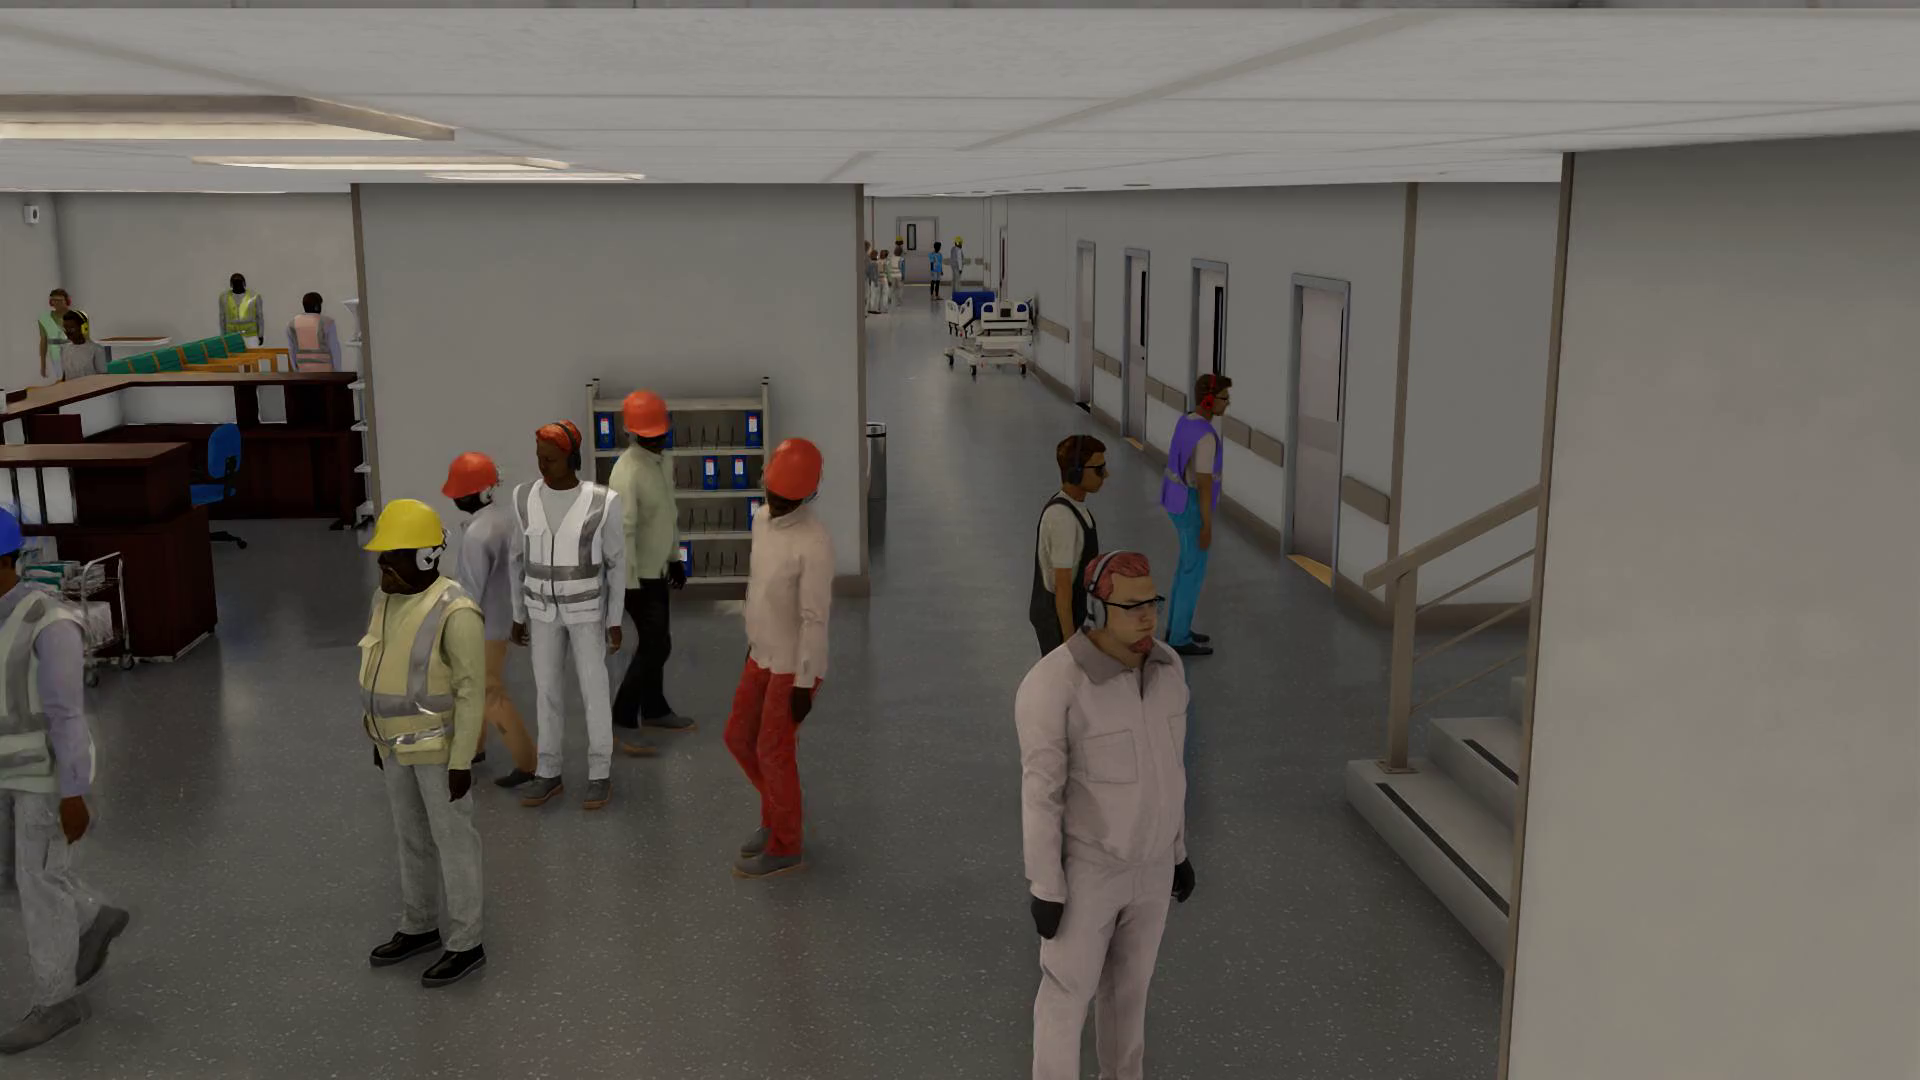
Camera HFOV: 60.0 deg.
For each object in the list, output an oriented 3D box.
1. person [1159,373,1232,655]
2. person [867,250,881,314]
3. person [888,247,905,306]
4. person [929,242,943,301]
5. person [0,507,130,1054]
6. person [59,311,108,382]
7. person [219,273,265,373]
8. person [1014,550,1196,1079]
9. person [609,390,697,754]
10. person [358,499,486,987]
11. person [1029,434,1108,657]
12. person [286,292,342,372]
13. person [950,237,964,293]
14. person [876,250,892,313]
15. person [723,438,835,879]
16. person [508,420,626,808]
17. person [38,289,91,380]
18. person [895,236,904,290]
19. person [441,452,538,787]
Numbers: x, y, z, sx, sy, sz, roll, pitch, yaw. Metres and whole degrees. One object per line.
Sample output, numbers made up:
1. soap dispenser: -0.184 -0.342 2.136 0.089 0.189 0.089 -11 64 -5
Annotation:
1. person: 1.497 -0.162 10.690 0.407 1.825 0.572 -1 12 -6
2. person: -2.231 -6.618 42.703 0.287 1.631 0.501 -5 13 -23
3. person: -1.759 -7.267 45.889 0.519 1.624 0.457 7 14 31
4. person: -0.684 -7.836 48.509 0.320 1.693 0.531 9 14 36
5. person: -3.218 0.793 5.771 0.644 1.925 0.543 5 13 24
6. person: -8.425 -1.272 16.006 0.535 1.866 0.314 2 12 12
7. person: -10.744 -3.073 24.901 0.631 1.836 0.429 -3 12 -13
8. person: 0.465 0.968 4.957 0.636 1.911 0.405 -9 15 -39
9. person: -1.647 0.165 8.799 0.410 1.953 0.645 1 12 6
10. person: -2.016 0.747 6.221 0.589 1.833 0.404 8 14 36
11. person: 0.513 0.408 7.877 0.355 1.837 0.505 2 12 11
12. person: -7.553 -1.989 19.572 0.621 1.845 0.429 1 12 7
13. person: -0.070 -8.081 49.377 0.404 1.825 0.592 -5 13 -23
14. person: -1.978 -6.686 43.050 0.514 1.630 0.318 11 16 44
15. person: -0.773 0.520 7.074 0.435 1.948 0.661 -6 13 -27
16. person: -1.887 0.359 7.989 0.572 1.886 0.355 2 12 9
17. person: -11.057 -2.194 20.600 0.575 1.827 0.461 -1 12 -7
18. person: -1.959 -8.951 53.829 0.302 1.745 0.483 3 12 14
19. person: -2.376 0.398 8.273 0.636 1.702 0.591 -1 12 -3
